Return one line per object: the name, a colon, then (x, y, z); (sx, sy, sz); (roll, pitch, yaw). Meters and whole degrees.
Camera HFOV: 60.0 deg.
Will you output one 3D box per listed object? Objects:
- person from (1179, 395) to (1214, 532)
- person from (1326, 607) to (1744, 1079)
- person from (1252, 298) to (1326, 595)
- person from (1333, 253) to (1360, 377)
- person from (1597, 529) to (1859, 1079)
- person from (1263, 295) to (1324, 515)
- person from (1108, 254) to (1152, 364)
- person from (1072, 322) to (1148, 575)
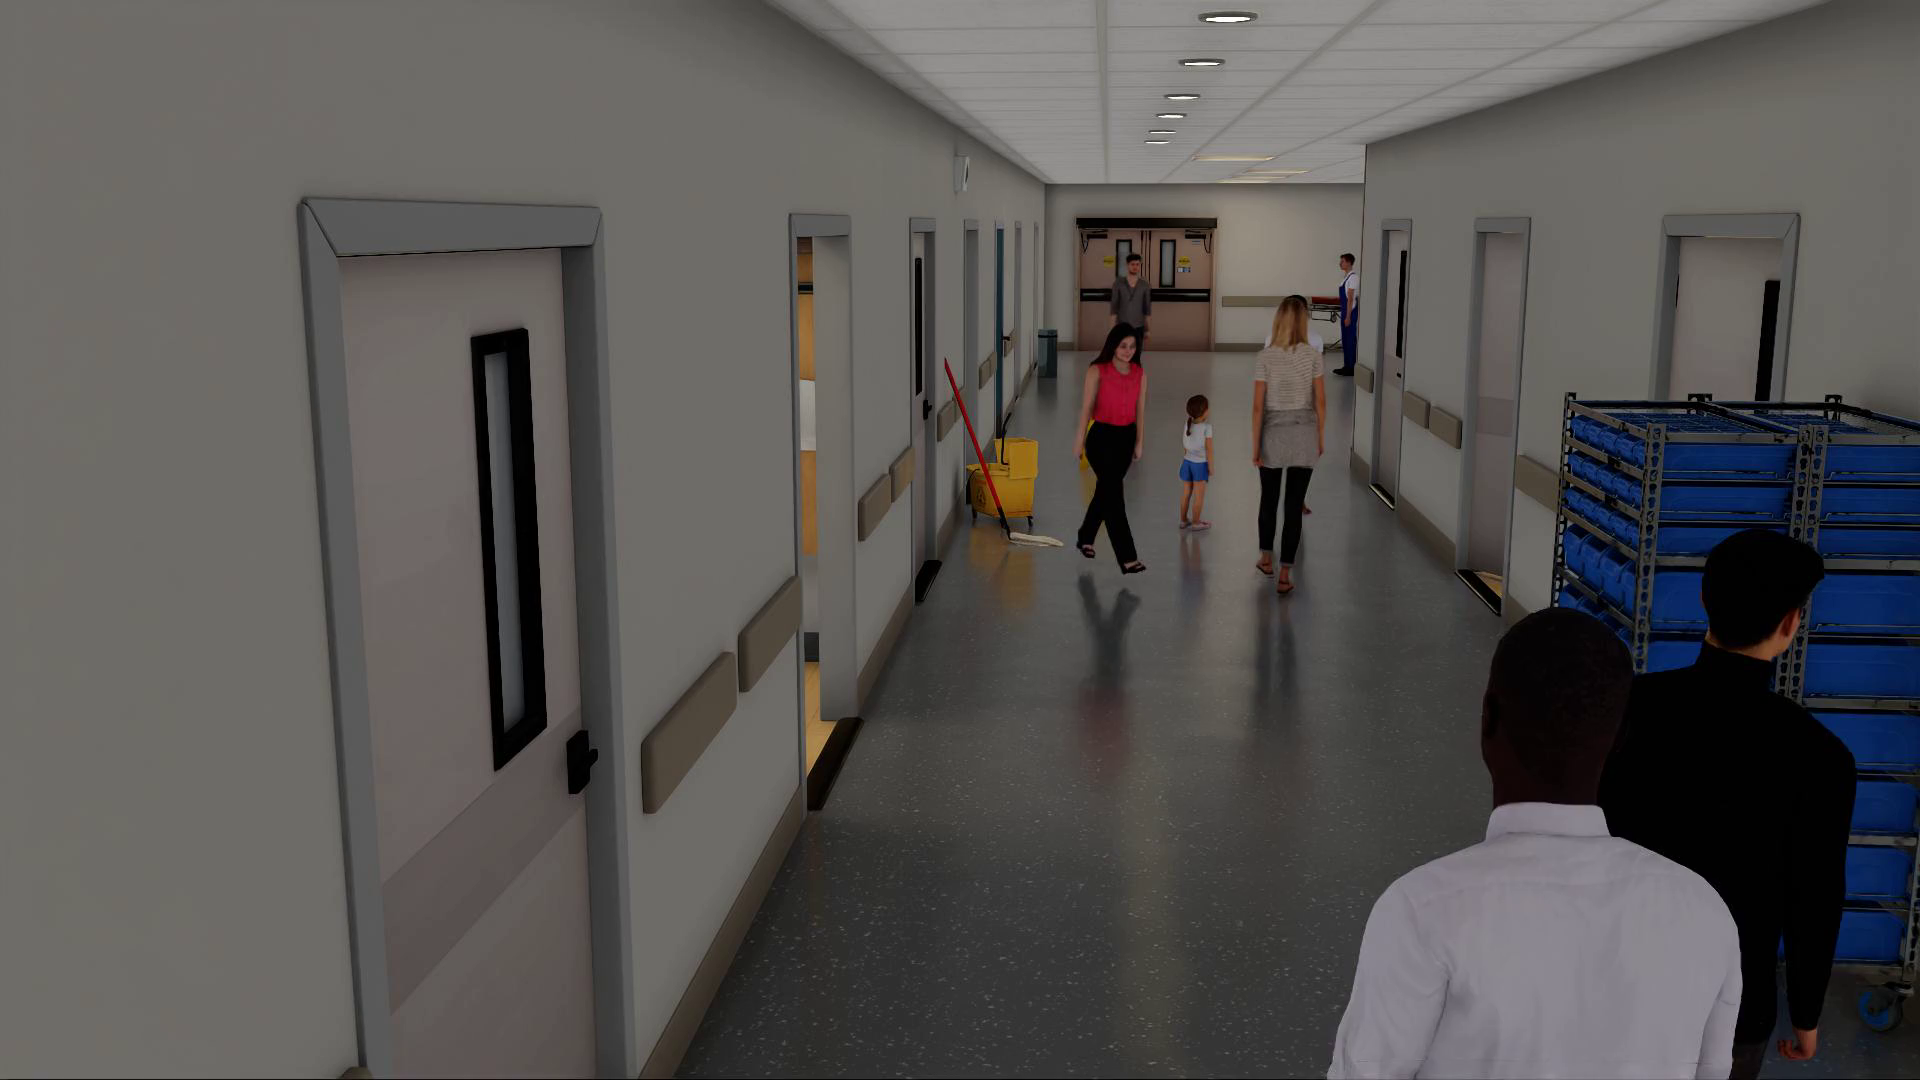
person: (1.770, -0.587, 12.519); (0.543, 1.017, 0.480); (-8, 14, -37)
person: (0.680, 1.029, 1.934); (1.011, 1.788, 1.330); (-4, 11, -20)
person: (2.029, -0.556, 10.249); (0.668, 1.802, 0.952); (2, 11, 13)
person: (5.917, -3.428, 25.259); (0.693, 1.849, 0.528); (0, 11, -2)
person: (1.329, 0.842, 3.165); (0.943, 1.697, 0.879); (-10, 15, -43)
person: (2.644, -1.083, 13.217); (0.660, 1.731, 0.559); (0, 11, -2)
person: (2.156, -2.707, 21.345); (0.750, 1.891, 0.930); (0, 11, 0)
person: (0.955, -0.587, 10.945); (1.051, 1.603, 1.225); (-5, 12, -25)
